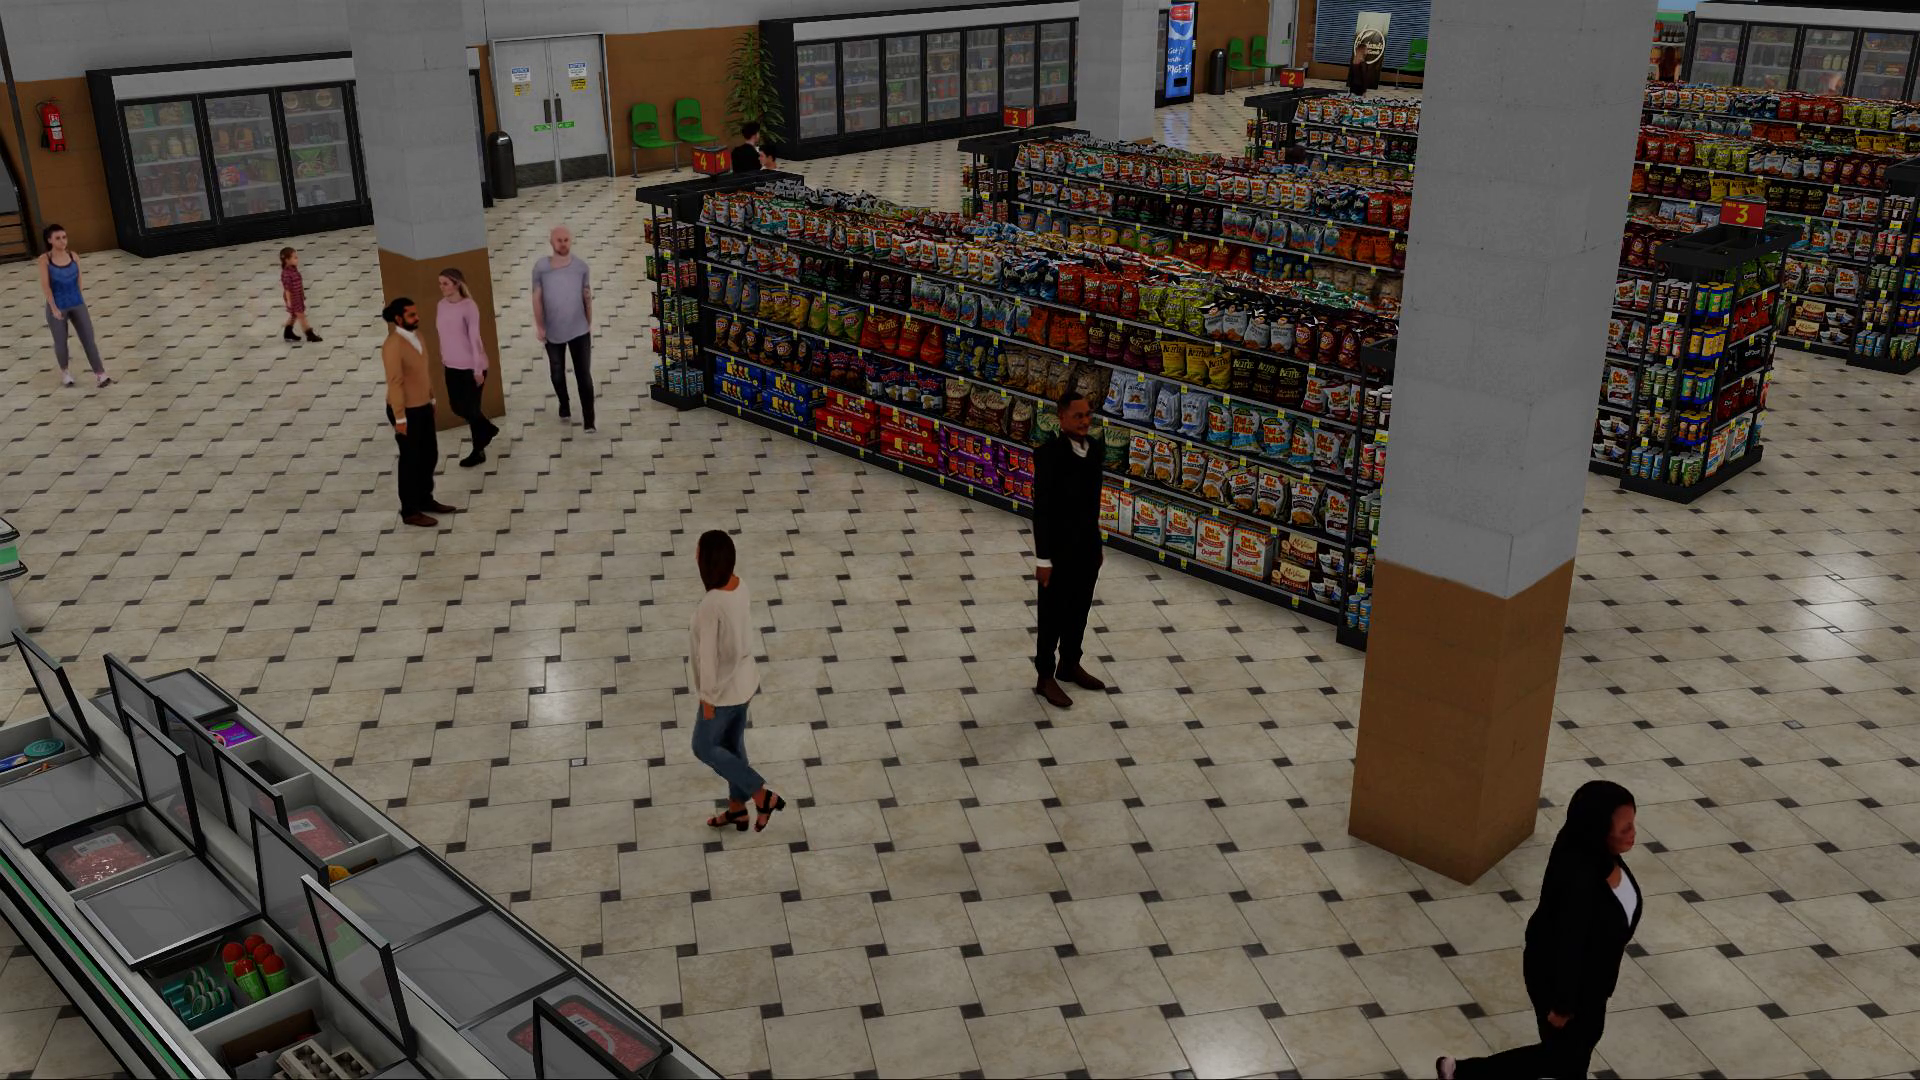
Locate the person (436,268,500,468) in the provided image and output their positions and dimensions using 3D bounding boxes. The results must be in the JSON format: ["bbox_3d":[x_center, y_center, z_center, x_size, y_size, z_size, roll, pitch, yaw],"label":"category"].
[{"bbox_3d":[-4.073,-1.468,13.927,0.799,1.673,0.812,10,24,23],"label":"person"}]

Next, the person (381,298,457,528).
[{"bbox_3d":[-4.170,-0.982,12.617,0.782,1.748,0.759,3,22,8],"label":"person"}]

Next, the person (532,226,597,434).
[{"bbox_3d":[-3.523,-1.868,14.776,1.071,1.782,1.295,-6,23,-13],"label":"person"}]

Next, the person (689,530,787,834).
[{"bbox_3d":[-1.096,0.757,8.395,0.842,1.669,0.788,6,23,15],"label":"person"}]

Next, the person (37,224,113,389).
[{"bbox_3d":[-8.610,-2.225,15.949,1.044,1.571,0.565,20,29,40],"label":"person"}]

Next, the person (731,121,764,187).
[{"bbox_3d":[-2.656,-4.103,20.273,1.233,1.831,0.966,12,25,28],"label":"person"}]

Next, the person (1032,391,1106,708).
[{"bbox_3d":[0.639,0.032,9.884,0.593,1.904,0.675,20,29,40],"label":"person"}]

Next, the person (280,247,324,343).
[{"bbox_3d":[-7.090,-2.591,17.615,0.704,1.008,0.644,0,22,0],"label":"person"}]

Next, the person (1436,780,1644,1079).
[{"bbox_3d":[2.234,1.627,6.326,1.049,1.598,0.862,8,23,20],"label":"person"}]

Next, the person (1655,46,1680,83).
[{"bbox_3d":[12.976,-8.221,30.665,0.502,1.726,0.658,14,26,31],"label":"person"}]

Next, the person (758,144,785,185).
[{"bbox_3d":[-2.162,-3.720,19.383,0.785,1.784,0.661,-7,23,-18],"label":"person"}]

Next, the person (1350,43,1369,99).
[{"bbox_3d":[7.479,-8.468,31.307,0.733,1.704,0.595,-7,23,-18],"label":"person"}]
